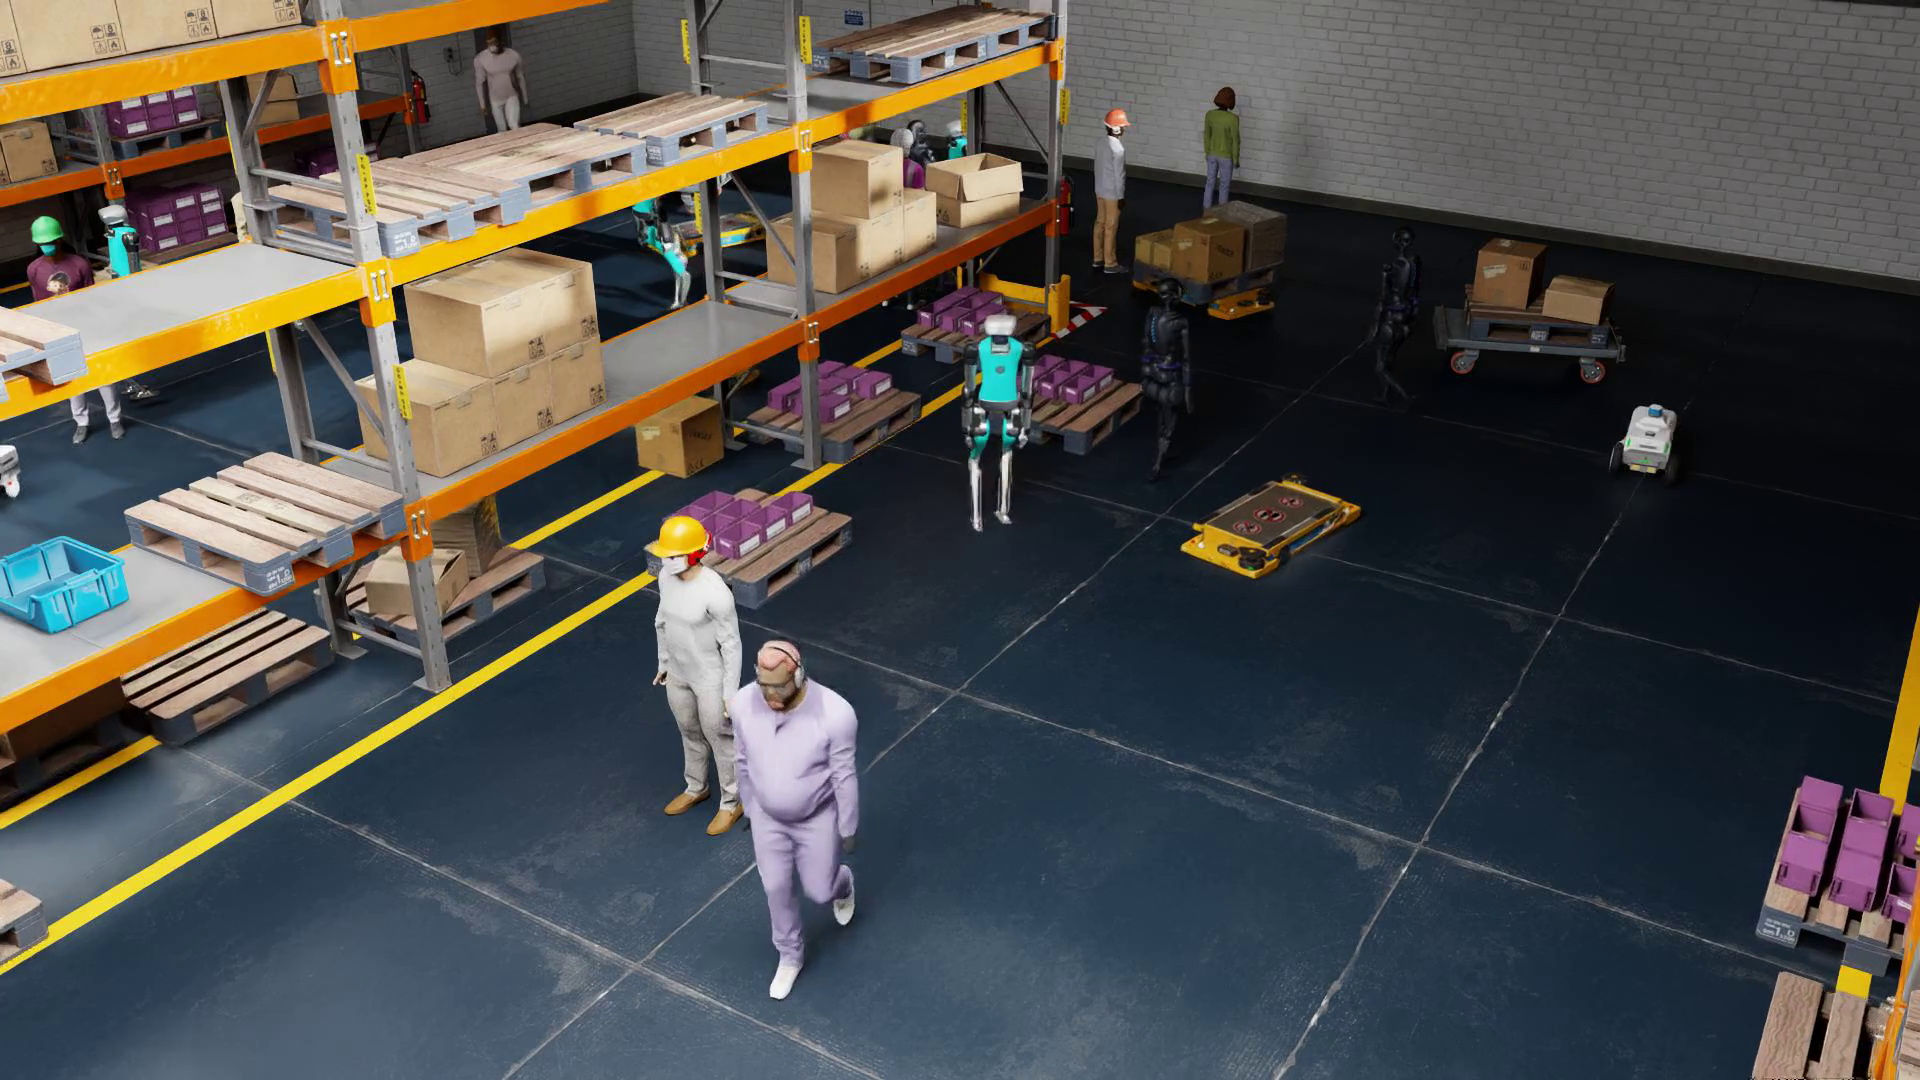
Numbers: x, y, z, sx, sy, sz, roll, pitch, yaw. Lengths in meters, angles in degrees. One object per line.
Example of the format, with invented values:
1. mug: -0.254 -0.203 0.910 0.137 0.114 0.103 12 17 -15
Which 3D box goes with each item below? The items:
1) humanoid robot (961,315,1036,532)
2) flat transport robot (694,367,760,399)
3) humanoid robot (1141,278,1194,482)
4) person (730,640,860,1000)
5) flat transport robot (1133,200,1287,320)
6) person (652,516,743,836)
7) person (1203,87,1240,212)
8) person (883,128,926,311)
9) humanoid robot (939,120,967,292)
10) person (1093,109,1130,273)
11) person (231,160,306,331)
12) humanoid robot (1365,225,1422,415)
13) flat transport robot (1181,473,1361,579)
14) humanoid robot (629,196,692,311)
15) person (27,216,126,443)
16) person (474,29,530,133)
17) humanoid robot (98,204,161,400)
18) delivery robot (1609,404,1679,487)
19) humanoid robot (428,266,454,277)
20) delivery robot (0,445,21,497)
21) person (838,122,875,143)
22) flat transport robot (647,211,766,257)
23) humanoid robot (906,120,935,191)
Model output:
1. humanoid robot: 0.263 -0.903 12.343 0.531 1.755 0.746 -1 27 -2
2. flat transport robot: -2.494 -1.382 14.921 0.659 0.231 1.431 16 31 28
3. humanoid robot: 1.705 -1.288 13.188 0.563 1.632 0.610 -15 31 -28
4. person: -0.768 1.264 7.923 0.646 1.879 0.627 7 28 13
5. flat transport robot: 2.534 -2.612 17.346 0.659 0.231 1.431 -19 32 -32
6. person: -1.421 0.725 8.974 0.584 1.894 0.373 19 32 32
7. person: 3.072 -4.495 19.545 0.290 1.632 0.496 -24 36 -39
8. person: -0.585 -3.251 16.874 0.506 1.839 0.339 11 29 21
9. humanoid robot: -0.183 -3.425 17.441 0.678 1.895 0.544 -10 29 -19
10. person: 1.648 -3.785 18.017 0.334 1.749 0.563 -10 28 -18
11. person: -6.706 -2.850 16.180 0.560 1.743 0.334 -22 34 -36
12. humanoid robot: 3.850 -1.905 14.406 0.616 1.634 0.577 -21 34 -36
13. flat transport robot: 2.343 -0.118 12.431 0.659 0.231 1.431 23 35 38
14. humanoid robot: -2.942 -3.065 16.719 0.535 1.862 0.819 23 35 38
15. person: -7.351 -1.749 13.802 0.492 1.943 0.427 -8 28 -16
16. person: -5.930 -5.699 21.641 0.651 1.879 1.014 -6 27 -11
17. humanoid robot: -7.379 -2.016 14.401 0.735 1.677 0.533 -23 35 -37
18. delivery robot: 5.561 -0.786 13.443 0.516 0.606 0.778 12 29 22
19. humanoid robot: -5.162 -2.950 16.485 0.639 1.631 0.547 -7 28 -14
20. delivery robot: -7.760 -0.546 12.972 0.779 0.608 0.507 3 27 6
21. person: -1.349 -5.035 20.417 0.642 1.808 0.827 -23 35 -38
22. flat transport robot: -2.835 -3.503 19.101 1.431 0.231 0.659 -19 33 -33
23. humanoid robot: -0.410 -3.743 18.063 0.689 1.653 0.610 -22 34 -37
